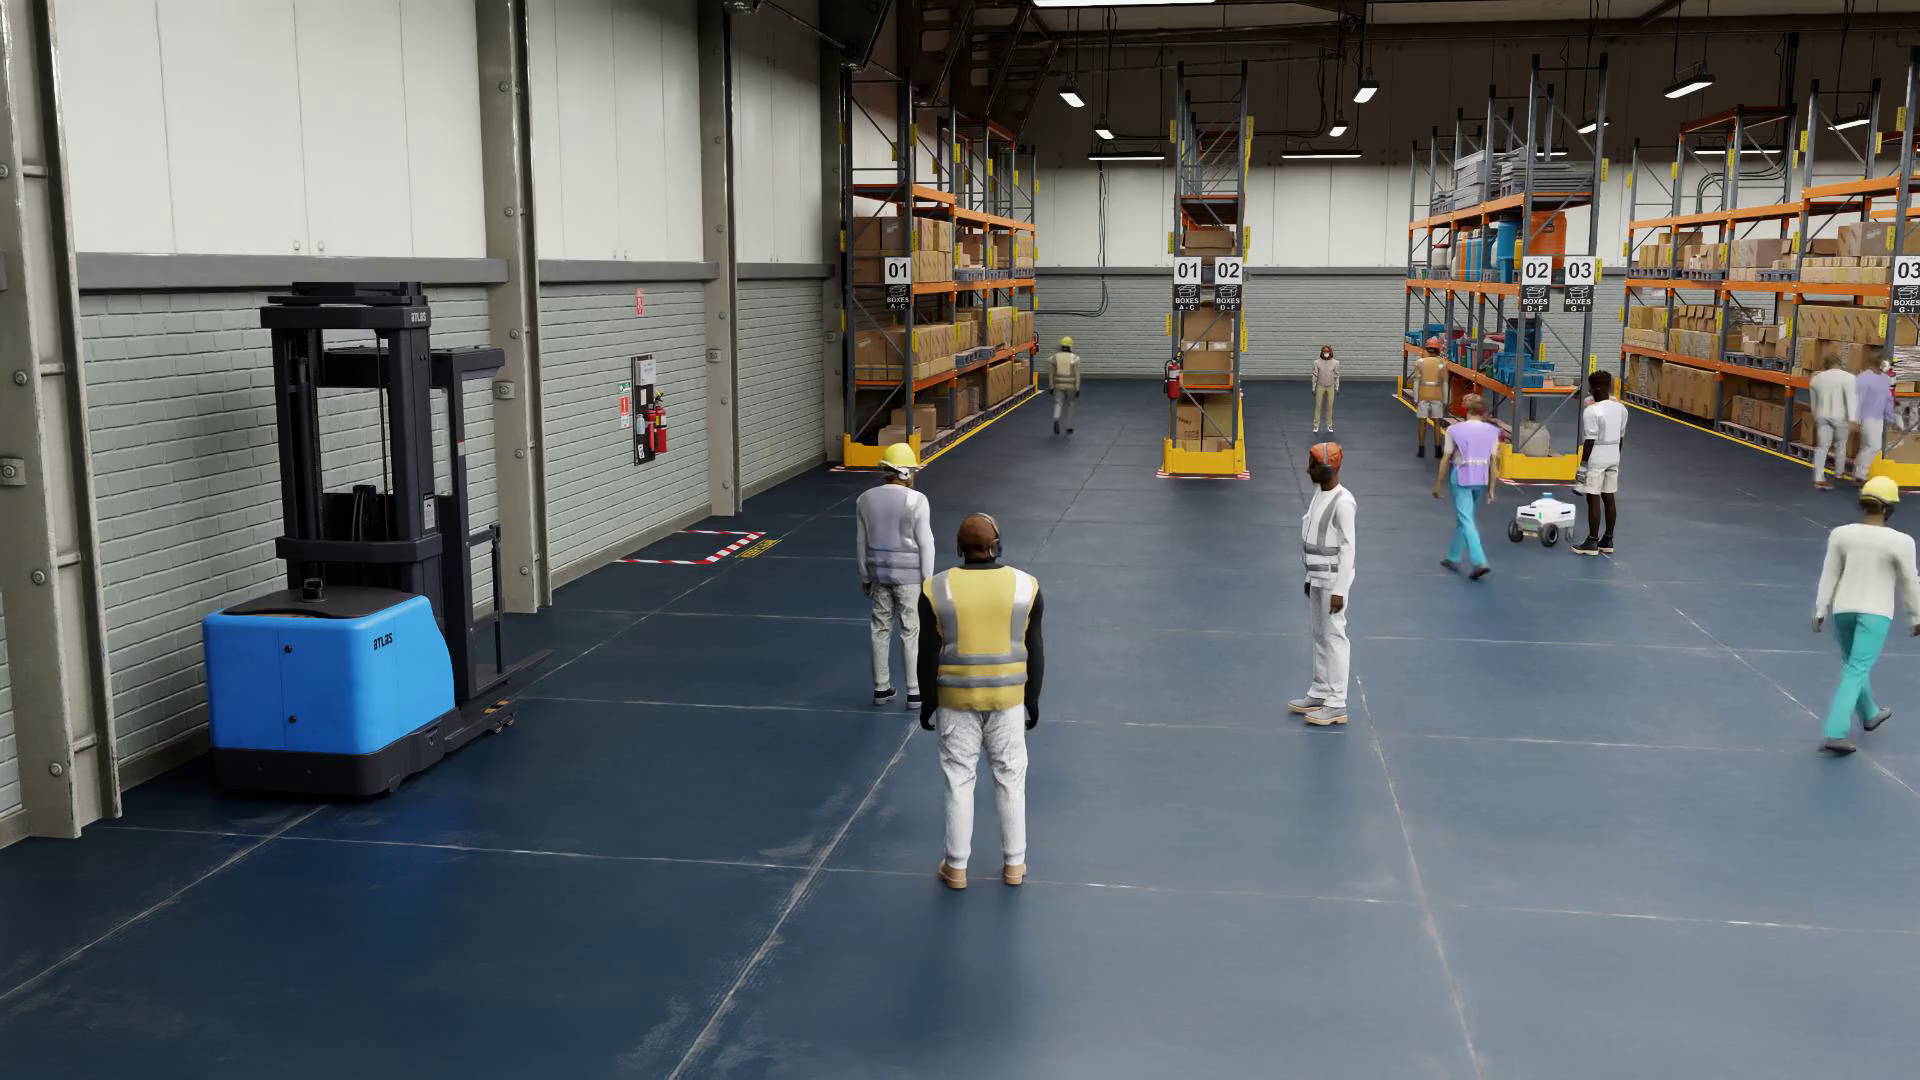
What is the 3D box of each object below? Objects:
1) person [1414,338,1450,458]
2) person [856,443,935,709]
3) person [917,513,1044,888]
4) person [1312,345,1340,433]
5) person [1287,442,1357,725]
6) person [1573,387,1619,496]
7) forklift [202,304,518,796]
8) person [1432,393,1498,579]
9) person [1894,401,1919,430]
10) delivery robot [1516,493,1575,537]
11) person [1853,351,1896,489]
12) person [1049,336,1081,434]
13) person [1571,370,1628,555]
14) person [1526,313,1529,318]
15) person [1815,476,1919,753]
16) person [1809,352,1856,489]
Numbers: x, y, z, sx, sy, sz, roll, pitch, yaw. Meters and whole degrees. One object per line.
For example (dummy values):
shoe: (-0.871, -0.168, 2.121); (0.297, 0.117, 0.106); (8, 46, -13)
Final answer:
person: (7.625, -2.293, 26.901); (0.573, 1.920, 0.396); (4, 10, 26)
person: (-0.428, 0.242, 11.532); (0.588, 1.827, 0.404); (5, 11, 29)
person: (0.096, 0.783, 8.160); (0.625, 1.840, 0.430); (-1, 9, -6)
person: (6.815, -2.820, 31.012); (0.507, 1.631, 0.266); (1, 9, 5)
person: (2.449, 0.280, 11.120); (0.357, 1.885, 0.573); (-1, 9, -7)
person: (8.518, -1.370, 22.193); (0.515, 1.594, 0.861); (8, 12, 41)
forklift: (-3.673, -0.038, 10.147); (1.129, 2.768, 1.873); (1, 9, 9)
person: (5.056, -0.553, 16.492); (0.567, 1.810, 0.936); (-3, 10, -20)
person: (15.911, -2.424, 27.833); (0.588, 1.871, 0.404); (1, 9, 5)
delivery robot: (6.527, -0.282, 18.518); (0.707, 0.478, 0.477); (-7, 11, -37)
person: (12.580, -1.632, 22.847); (0.625, 1.910, 0.574); (-6, 11, -32)
person: (1.927, -2.844, 30.612); (0.602, 1.809, 0.700); (3, 10, 17)
person: (6.811, -0.829, 17.727); (0.603, 1.959, 0.377); (-5, 11, -31)
person: (13.657, -4.507, 40.334); (0.614, 1.987, 0.407); (-4, 10, -22)
person: (5.756, 0.459, 10.517); (0.952, 1.714, 0.537); (-6, 11, -32)
person: (12.145, -1.657, 23.111); (0.985, 1.868, 0.700); (-9, 13, -42)
